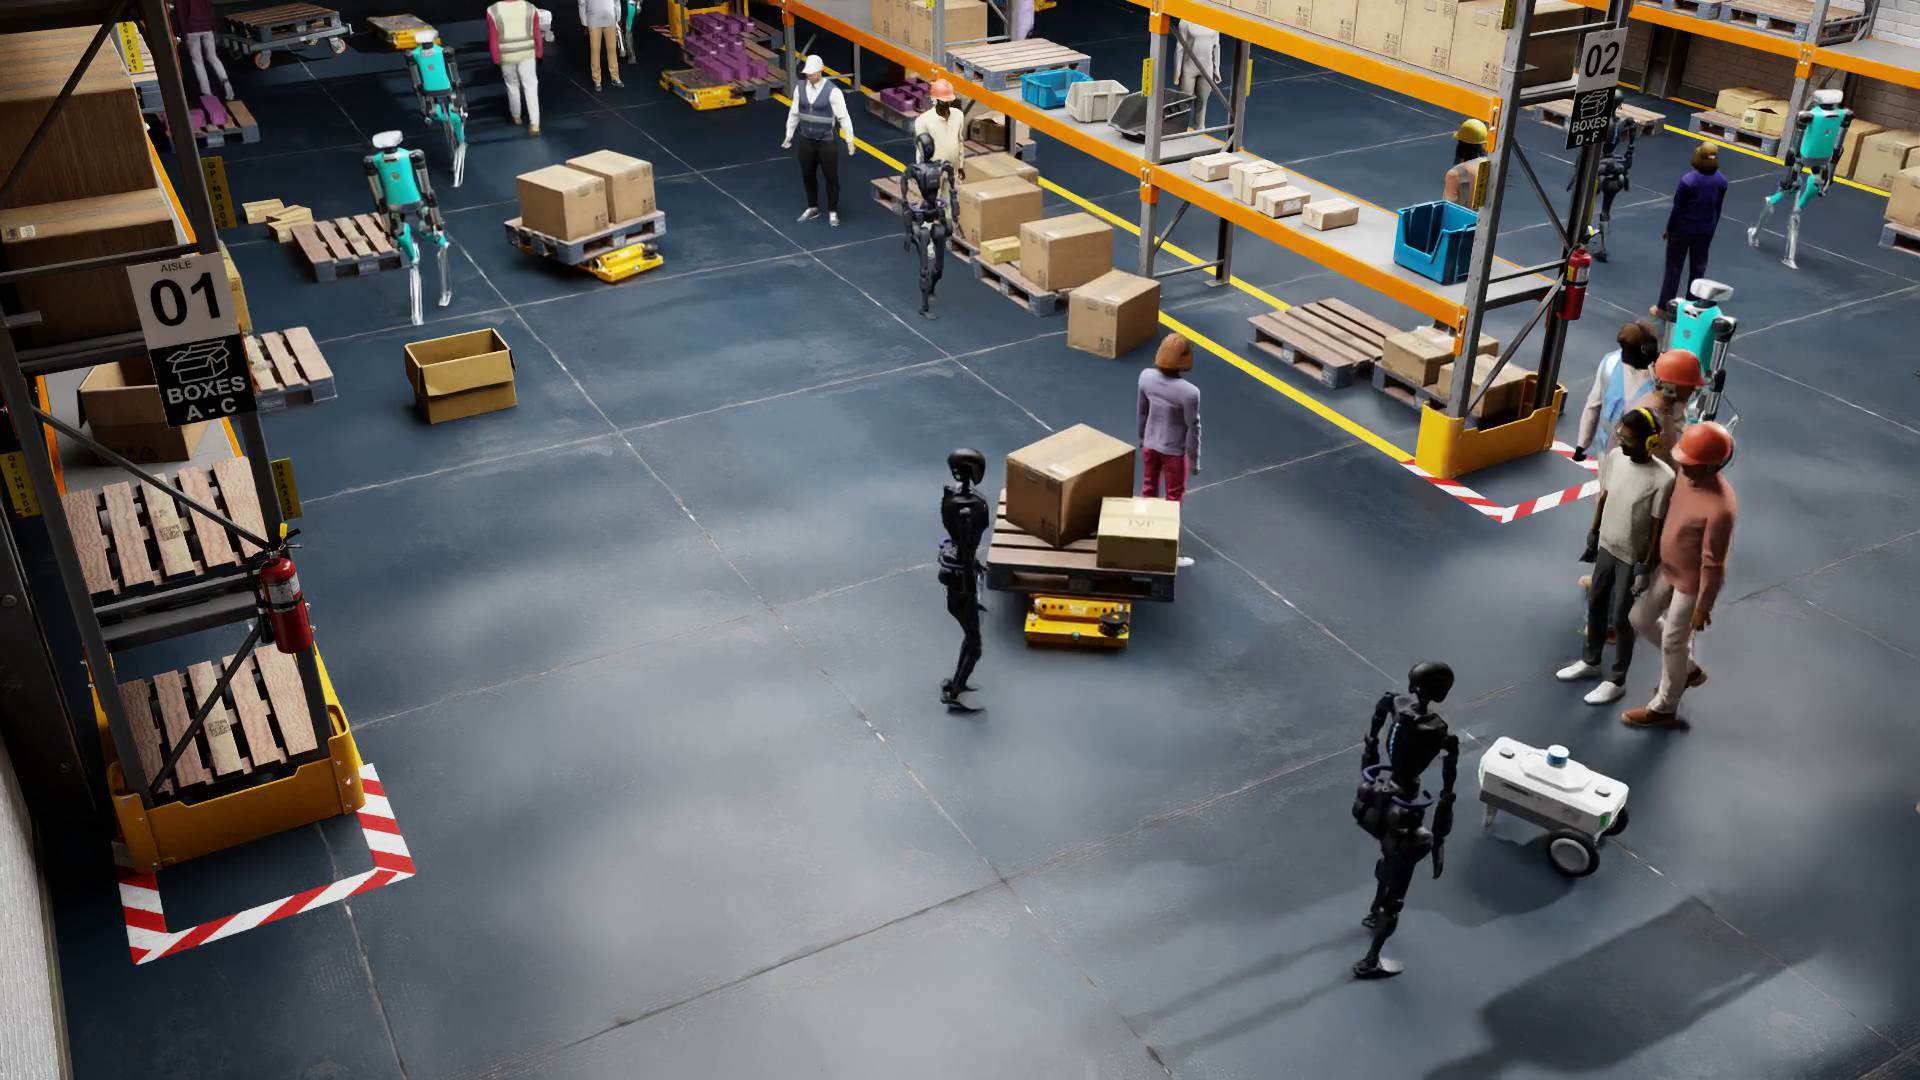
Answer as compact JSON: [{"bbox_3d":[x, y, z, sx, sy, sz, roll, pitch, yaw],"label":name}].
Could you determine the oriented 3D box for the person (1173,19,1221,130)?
[{"bbox_3d":[2.748,-5.452,19.276,0.572,1.890,0.373,-6,30,-11],"label":"person"}]

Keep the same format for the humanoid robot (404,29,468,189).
[{"bbox_3d":[-5.683,-4.846,18.415,0.564,1.761,1.020,-2,30,-4],"label":"humanoid robot"}]

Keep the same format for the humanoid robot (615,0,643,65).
[{"bbox_3d":[-4.616,-7.423,22.872,0.564,1.762,0.927,-7,31,-12],"label":"humanoid robot"}]

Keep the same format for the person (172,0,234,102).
[{"bbox_3d":[-9.593,-6.445,20.956,0.571,1.936,0.514,25,38,36],"label":"person"}]

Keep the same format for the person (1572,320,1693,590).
[{"bbox_3d":[4.320,-0.548,10.831,0.759,1.795,0.684,-23,37,-34],"label":"person"}]

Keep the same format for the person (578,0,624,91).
[{"bbox_3d":[-4.684,-6.792,21.740,0.571,1.750,0.329,-17,34,-26],"label":"person"}]

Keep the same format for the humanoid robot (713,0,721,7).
[{"bbox_3d":[-3.835,-8.800,25.309,0.793,1.812,0.538,-6,30,-10],"label":"humanoid robot"}]

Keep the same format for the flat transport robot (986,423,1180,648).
[{"bbox_3d":[0.818,0.236,10.999,0.659,0.231,1.431,4,30,7],"label":"flat transport robot"}]

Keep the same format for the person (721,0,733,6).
[{"bbox_3d":[-3.600,-9.213,25.875,0.386,1.839,0.571,1,30,2],"label":"person"}]

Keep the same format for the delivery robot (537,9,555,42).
[{"bbox_3d":[-6.321,-7.475,24.144,0.794,0.603,0.499,-20,35,-31],"label":"delivery robot"}]

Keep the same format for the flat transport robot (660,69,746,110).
[{"bbox_3d":[-3.364,-5.886,21.655,0.659,0.231,1.431,-15,33,-25],"label":"flat transport robot"}]

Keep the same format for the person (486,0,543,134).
[{"bbox_3d":[-5.335,-5.844,20.048,0.635,1.796,0.968,-11,32,-18],"label":"person"}]

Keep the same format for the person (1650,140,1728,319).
[{"bbox_3d":[6.532,-2.775,14.876,0.464,1.622,0.347,-2,30,-4],"label":"person"}]

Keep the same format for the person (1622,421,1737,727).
[{"bbox_3d":[4.062,0.206,9.345,0.497,1.968,0.640,1,30,1],"label":"person"}]

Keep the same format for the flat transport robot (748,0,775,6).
[{"bbox_3d":[-2.731,-8.837,26.793,0.659,0.231,1.431,26,39,37],"label":"flat transport robot"}]

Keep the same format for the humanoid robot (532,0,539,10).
[{"bbox_3d":[-6.621,-9.076,25.802,0.603,1.641,0.561,4,30,6],"label":"humanoid robot"}]

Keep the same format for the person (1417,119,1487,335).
[{"bbox_3d":[4.327,-2.690,14.426,0.585,1.930,0.355,-21,36,-32],"label":"person"}]

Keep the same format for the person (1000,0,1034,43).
[{"bbox_3d":[0.766,-6.544,21.183,0.771,1.879,0.657,15,33,25],"label":"person"}]

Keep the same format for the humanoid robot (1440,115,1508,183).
[{"bbox_3d":[5.715,-4.674,18.163,0.682,1.626,0.602,14,33,23],"label":"humanoid robot"}]

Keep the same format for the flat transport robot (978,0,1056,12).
[{"bbox_3d":[0.773,-8.594,26.371,1.431,0.231,0.659,25,38,36],"label":"flat transport robot"}]

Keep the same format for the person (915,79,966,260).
[{"bbox_3d":[-0.169,-3.626,16.231,0.569,1.749,0.341,-20,36,-31],"label":"person"}]

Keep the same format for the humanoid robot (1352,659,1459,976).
[{"bbox_3d":[2.056,1.266,7.797,0.472,1.644,0.600,-17,34,-27],"label":"humanoid robot"}]

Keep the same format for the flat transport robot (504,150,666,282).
[{"bbox_3d":[-3.662,-2.874,16.412,1.431,0.231,0.659,22,37,34],"label":"flat transport robot"}]

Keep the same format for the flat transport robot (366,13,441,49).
[{"bbox_3d":[-8.193,-7.473,24.418,0.659,0.231,1.431,-19,35,-29],"label":"flat transport robot"}]

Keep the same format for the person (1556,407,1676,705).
[{"bbox_3d":[3.831,0.085,9.675,0.346,1.856,0.521,-12,32,-20],"label":"person"}]

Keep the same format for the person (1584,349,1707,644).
[{"bbox_3d":[4.202,-0.224,10.083,0.544,1.974,0.639,14,33,23],"label":"person"}]

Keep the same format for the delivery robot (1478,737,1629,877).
[{"bbox_3d":[3.141,1.366,8.763,0.785,0.614,0.525,22,36,33],"label":"delivery robot"}]

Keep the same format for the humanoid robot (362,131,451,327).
[{"bbox_3d":[-4.910,-2.870,14.963,0.583,1.785,0.877,-3,30,-6],"label":"humanoid robot"}]

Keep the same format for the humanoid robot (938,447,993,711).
[{"bbox_3d":[0.039,0.219,9.625,0.326,1.656,0.589,0,30,0],"label":"humanoid robot"}]

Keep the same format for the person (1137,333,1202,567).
[{"bbox_3d":[1.383,-0.591,11.078,0.546,1.626,0.309,26,39,37],"label":"person"}]

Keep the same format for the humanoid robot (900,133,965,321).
[{"bbox_3d":[-0.246,-2.854,14.994,0.587,1.643,0.612,-13,32,-22],"label":"humanoid robot"}]

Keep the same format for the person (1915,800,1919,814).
[{"bbox_3d":[5.426,0.690,8.527,0.389,1.951,0.609,-25,38,-36],"label":"person"}]

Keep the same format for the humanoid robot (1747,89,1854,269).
[{"bbox_3d":[8.090,-3.582,16.204,0.548,1.790,0.927,-2,30,-4],"label":"humanoid robot"}]

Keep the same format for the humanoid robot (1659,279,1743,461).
[{"bbox_3d":[5.205,-0.956,11.684,0.739,1.881,0.547,-14,33,-23],"label":"humanoid robot"}]

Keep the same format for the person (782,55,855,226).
[{"bbox_3d":[-1.439,-4.104,17.067,0.786,1.752,0.477,11,32,18],"label":"person"}]

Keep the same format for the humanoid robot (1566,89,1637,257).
[{"bbox_3d":[6.277,-3.577,16.241,0.612,1.647,0.590,-3,30,-6],"label":"humanoid robot"}]
